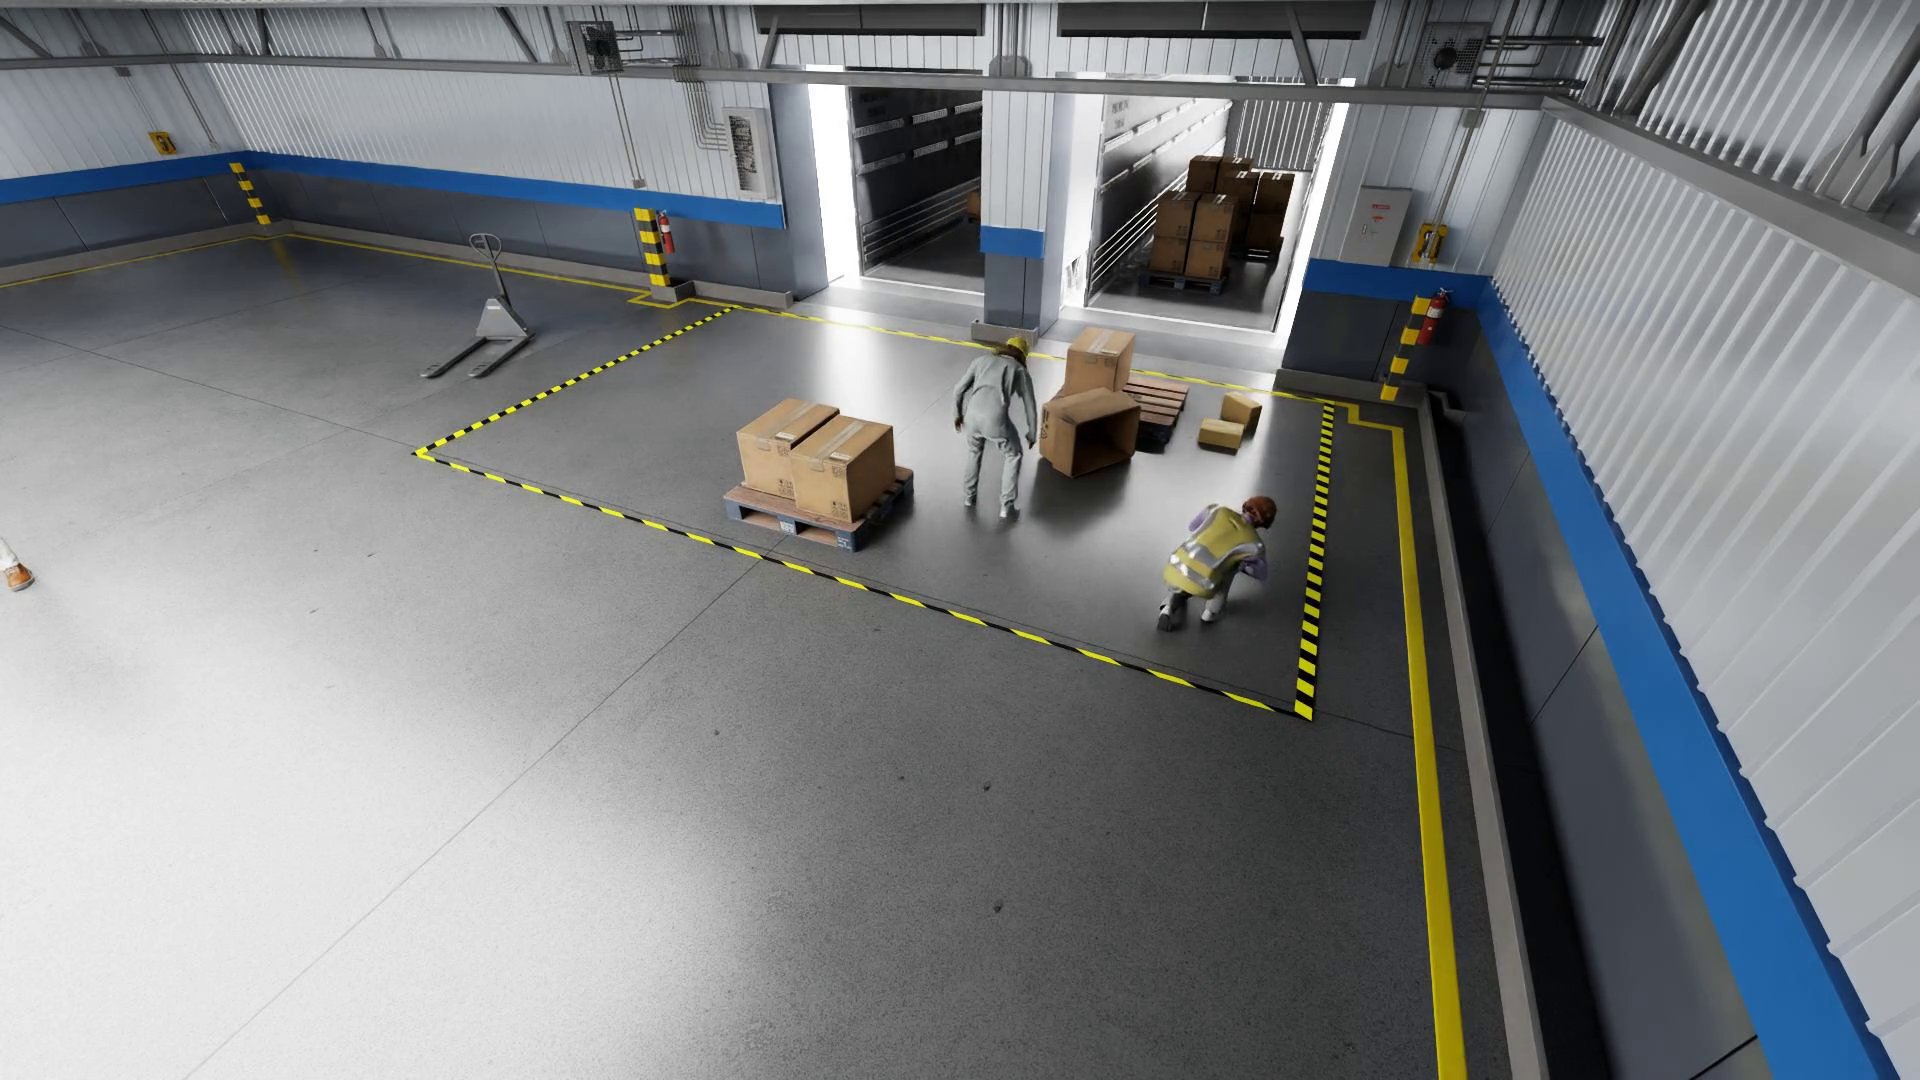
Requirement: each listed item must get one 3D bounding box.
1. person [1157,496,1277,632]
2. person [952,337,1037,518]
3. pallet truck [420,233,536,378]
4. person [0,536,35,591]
[{"bbox_3d":[1.630,0.152,4.807,0.891,0.843,0.595,-27,44,-33],"label":"person"},{"bbox_3d":[0.287,-0.893,5.847,0.676,1.278,0.843,13,38,18],"label":"person"},{"bbox_3d":[-5.664,-2.712,8.427,0.680,1.201,1.601,0,35,-1],"label":"pallet truck"},{"bbox_3d":[-6.807,-0.436,4.621,0.607,1.946,0.403,-26,43,-31],"label":"person"}]
